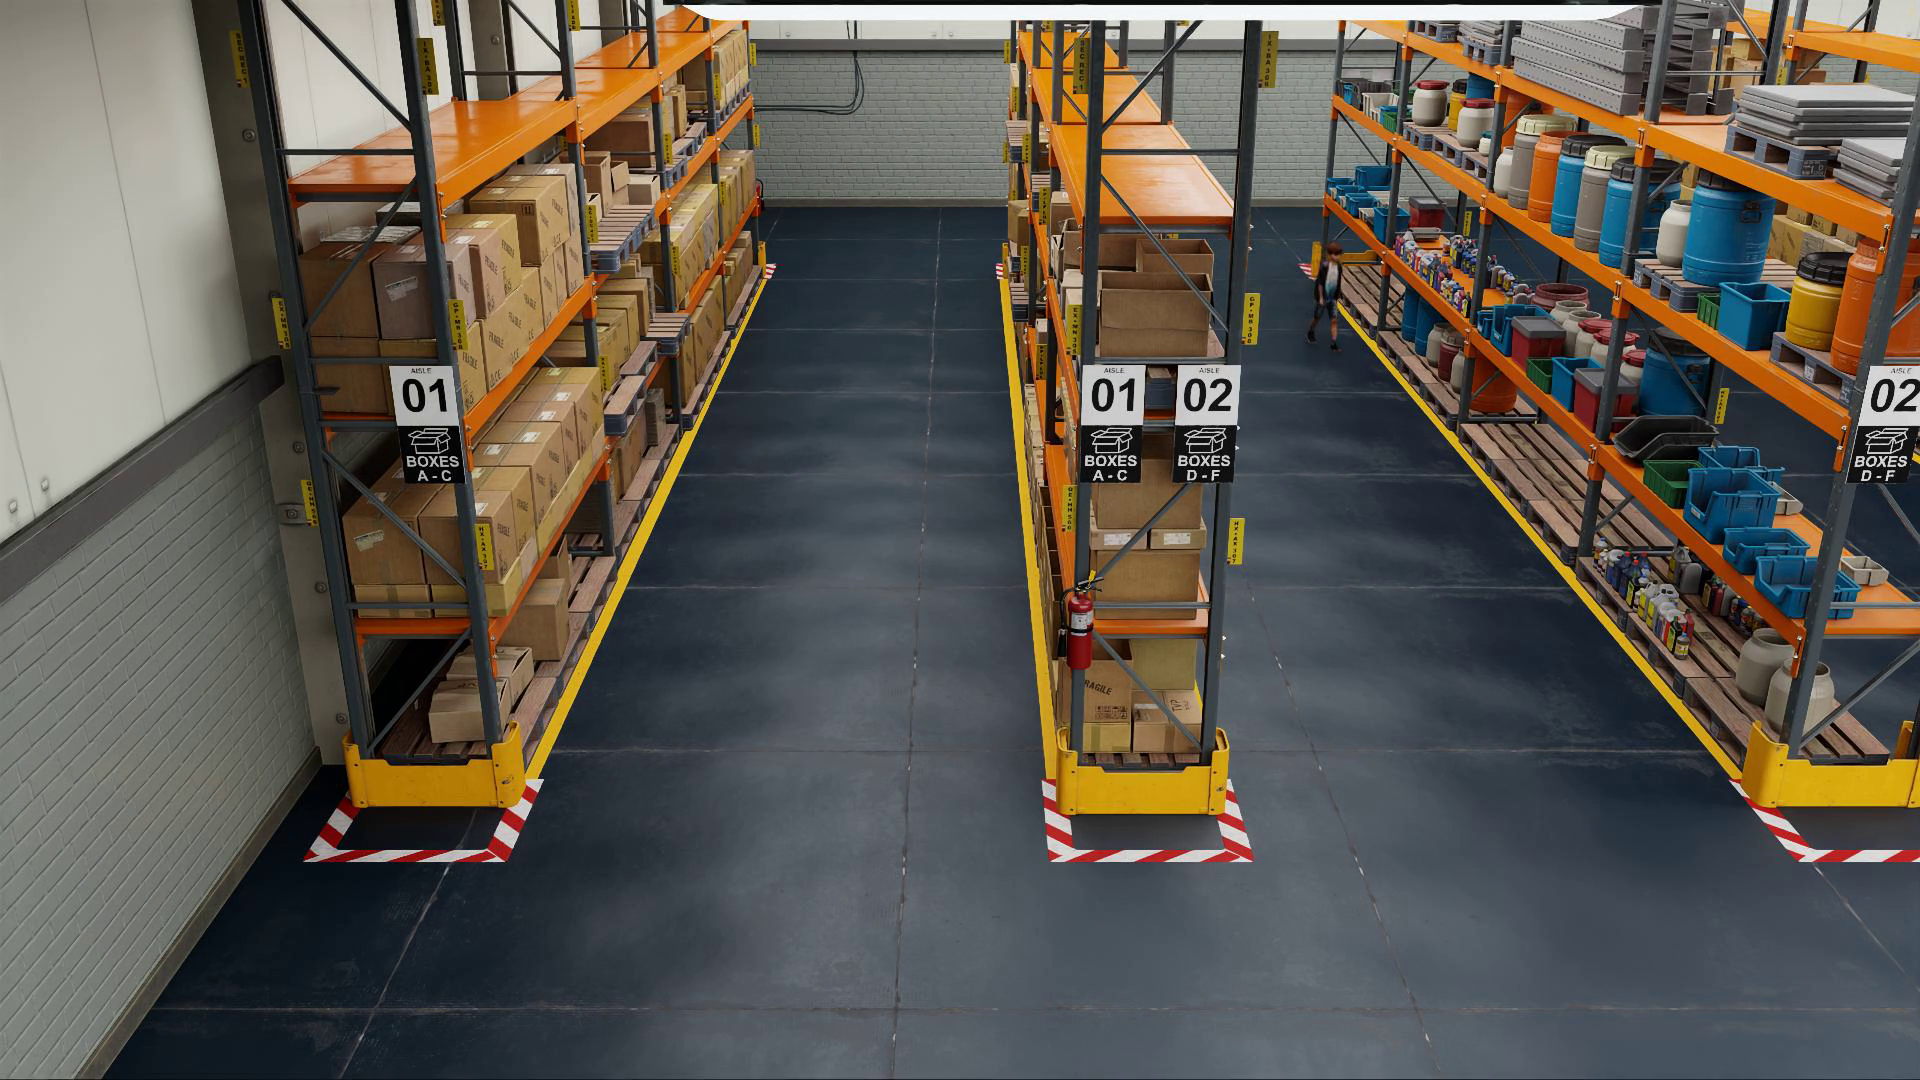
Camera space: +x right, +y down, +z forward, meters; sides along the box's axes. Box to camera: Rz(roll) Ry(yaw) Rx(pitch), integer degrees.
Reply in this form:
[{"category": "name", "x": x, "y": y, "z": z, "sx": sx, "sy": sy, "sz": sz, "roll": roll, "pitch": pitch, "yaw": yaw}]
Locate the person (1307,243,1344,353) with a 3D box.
[{"category": "person", "x": 4.887, "y": -3.261, "z": 22.301, "sx": 0.693, "sy": 1.412, "sz": 1.044, "roll": -6, "pitch": 23, "yaw": -14}]
